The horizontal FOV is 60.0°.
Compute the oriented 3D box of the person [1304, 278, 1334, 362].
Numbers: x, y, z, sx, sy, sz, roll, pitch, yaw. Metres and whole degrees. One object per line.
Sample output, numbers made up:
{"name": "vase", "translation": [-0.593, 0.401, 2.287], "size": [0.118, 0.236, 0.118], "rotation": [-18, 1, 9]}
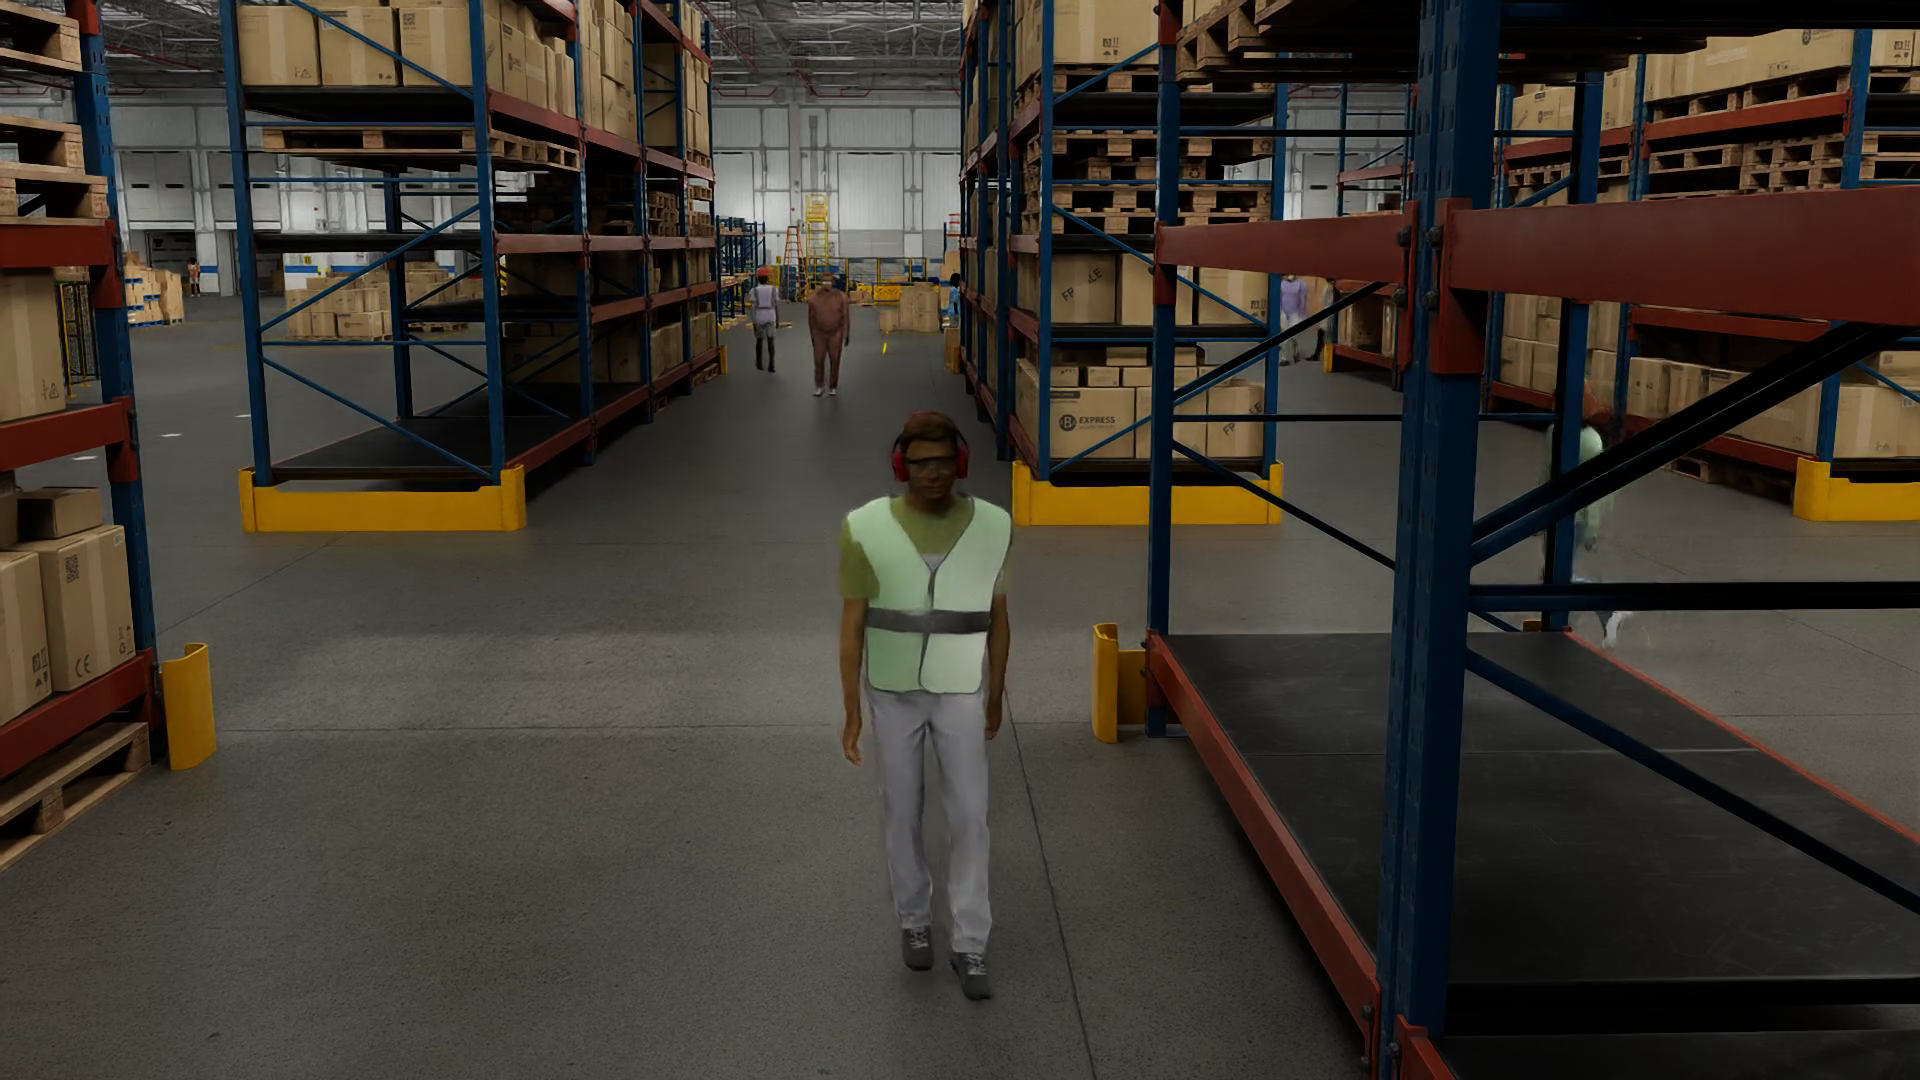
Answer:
{"name": "person", "translation": [7.247, -4.415, 32.352], "size": [0.958, 1.933, 0.607], "rotation": [1, 10, 6]}

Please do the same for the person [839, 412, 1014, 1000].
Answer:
{"name": "person", "translation": [-0.091, 0.516, 5.188], "size": [0.571, 1.817, 0.710], "rotation": [-1, 10, -8]}

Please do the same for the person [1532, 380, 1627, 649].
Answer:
{"name": "person", "translation": [3.430, -0.109, 9.255], "size": [0.671, 1.610, 0.505], "rotation": [-1, 10, -6]}

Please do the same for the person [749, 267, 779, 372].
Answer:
{"name": "person", "translation": [-3.535, -3.998, 30.171], "size": [0.548, 1.896, 0.995], "rotation": [-2, 10, -12]}

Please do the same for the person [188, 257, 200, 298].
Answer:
{"name": "person", "translation": [-32.140, -11.016, 69.786], "size": [0.533, 1.698, 0.318], "rotation": [1, 10, 3]}

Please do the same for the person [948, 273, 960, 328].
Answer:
{"name": "person", "translation": [-0.092, -4.688, 34.527], "size": [0.315, 1.698, 0.540], "rotation": [-1, 10, -4]}

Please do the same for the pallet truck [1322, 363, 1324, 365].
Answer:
{"name": "pallet truck", "translation": [7.712, -4.157, 30.737], "size": [1.885, 1.965, 0.823], "rotation": [3, 11, 16]}

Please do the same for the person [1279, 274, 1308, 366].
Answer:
{"name": "person", "translation": [6.202, -4.239, 31.402], "size": [0.661, 1.917, 0.447], "rotation": [7, 13, 36]}

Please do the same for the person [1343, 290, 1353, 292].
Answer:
{"name": "person", "translation": [8.776, -5.221, 36.905], "size": [0.587, 1.913, 0.391], "rotation": [6, 12, 32]}

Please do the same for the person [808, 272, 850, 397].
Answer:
{"name": "person", "translation": [-1.990, -3.101, 25.202], "size": [0.657, 1.875, 0.863], "rotation": [0, 10, 1]}
